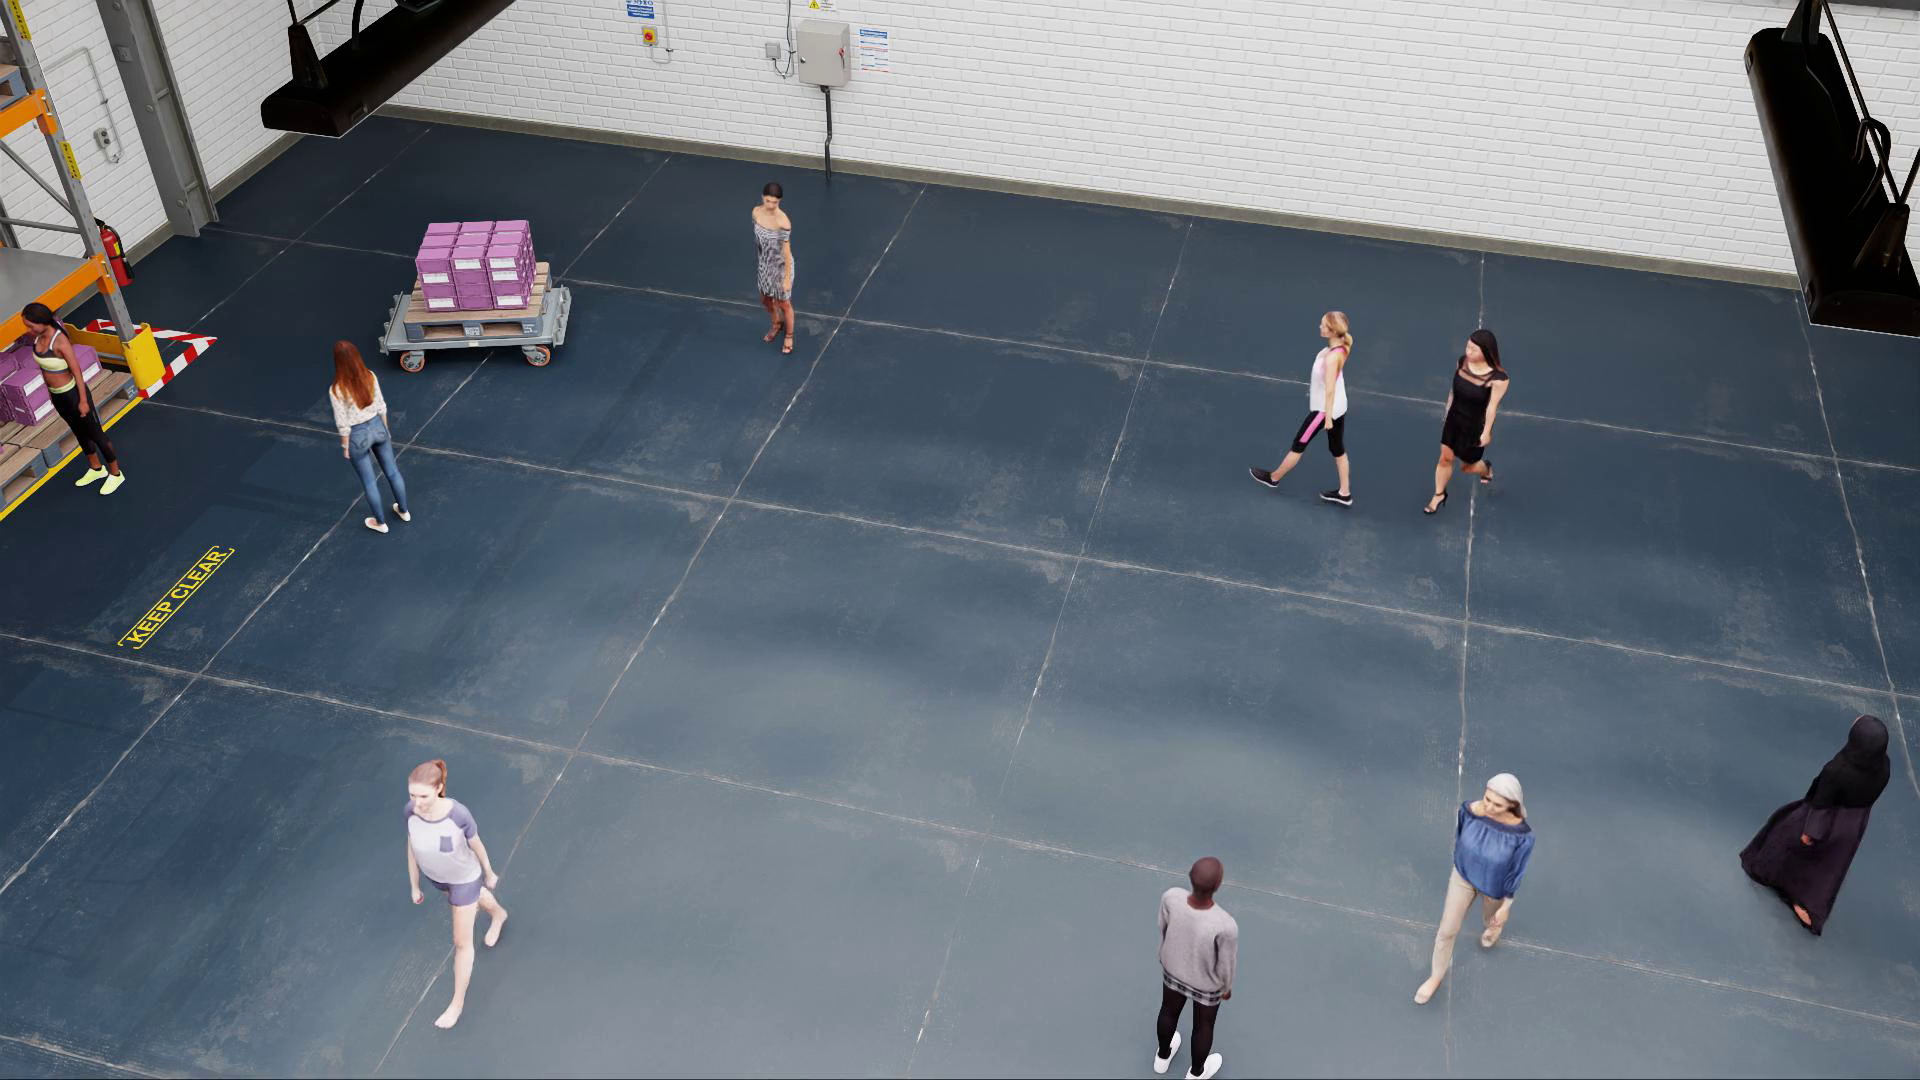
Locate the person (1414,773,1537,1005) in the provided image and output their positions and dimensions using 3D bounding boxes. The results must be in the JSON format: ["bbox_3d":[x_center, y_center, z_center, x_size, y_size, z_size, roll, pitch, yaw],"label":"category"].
[{"bbox_3d":[3.072,1.947,9.631,0.924,1.669,1.183,27,46,29],"label":"person"}]

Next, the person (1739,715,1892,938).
[{"bbox_3d":[5.262,1.722,9.959,0.804,1.611,0.999,-4,39,-4],"label":"person"}]

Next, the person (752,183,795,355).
[{"bbox_3d":[-1.647,-2.473,15.067,0.754,1.793,0.766,-30,47,-32],"label":"person"}]

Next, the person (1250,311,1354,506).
[{"bbox_3d":[3.030,-1.013,13.277,0.830,1.744,1.076,18,42,21],"label":"person"}]

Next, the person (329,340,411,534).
[{"bbox_3d":[-4.651,-0.820,13.047,0.711,1.729,0.594,30,47,32],"label":"person"}]

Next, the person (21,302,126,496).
[{"bbox_3d":[-7.191,-1.175,13.470,0.596,1.757,0.569,17,42,20],"label":"person"}]

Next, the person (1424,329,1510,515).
[{"bbox_3d":[4.086,-0.924,13.200,1.007,1.700,0.934,-22,44,-26],"label":"person"}]

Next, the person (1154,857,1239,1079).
[{"bbox_3d":[1.265,2.349,9.044,0.682,1.774,0.657,24,45,27],"label":"person"}]

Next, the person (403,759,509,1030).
[{"bbox_3d":[-2.899,1.889,9.666,0.601,1.716,1.125,11,40,13],"label":"person"}]
